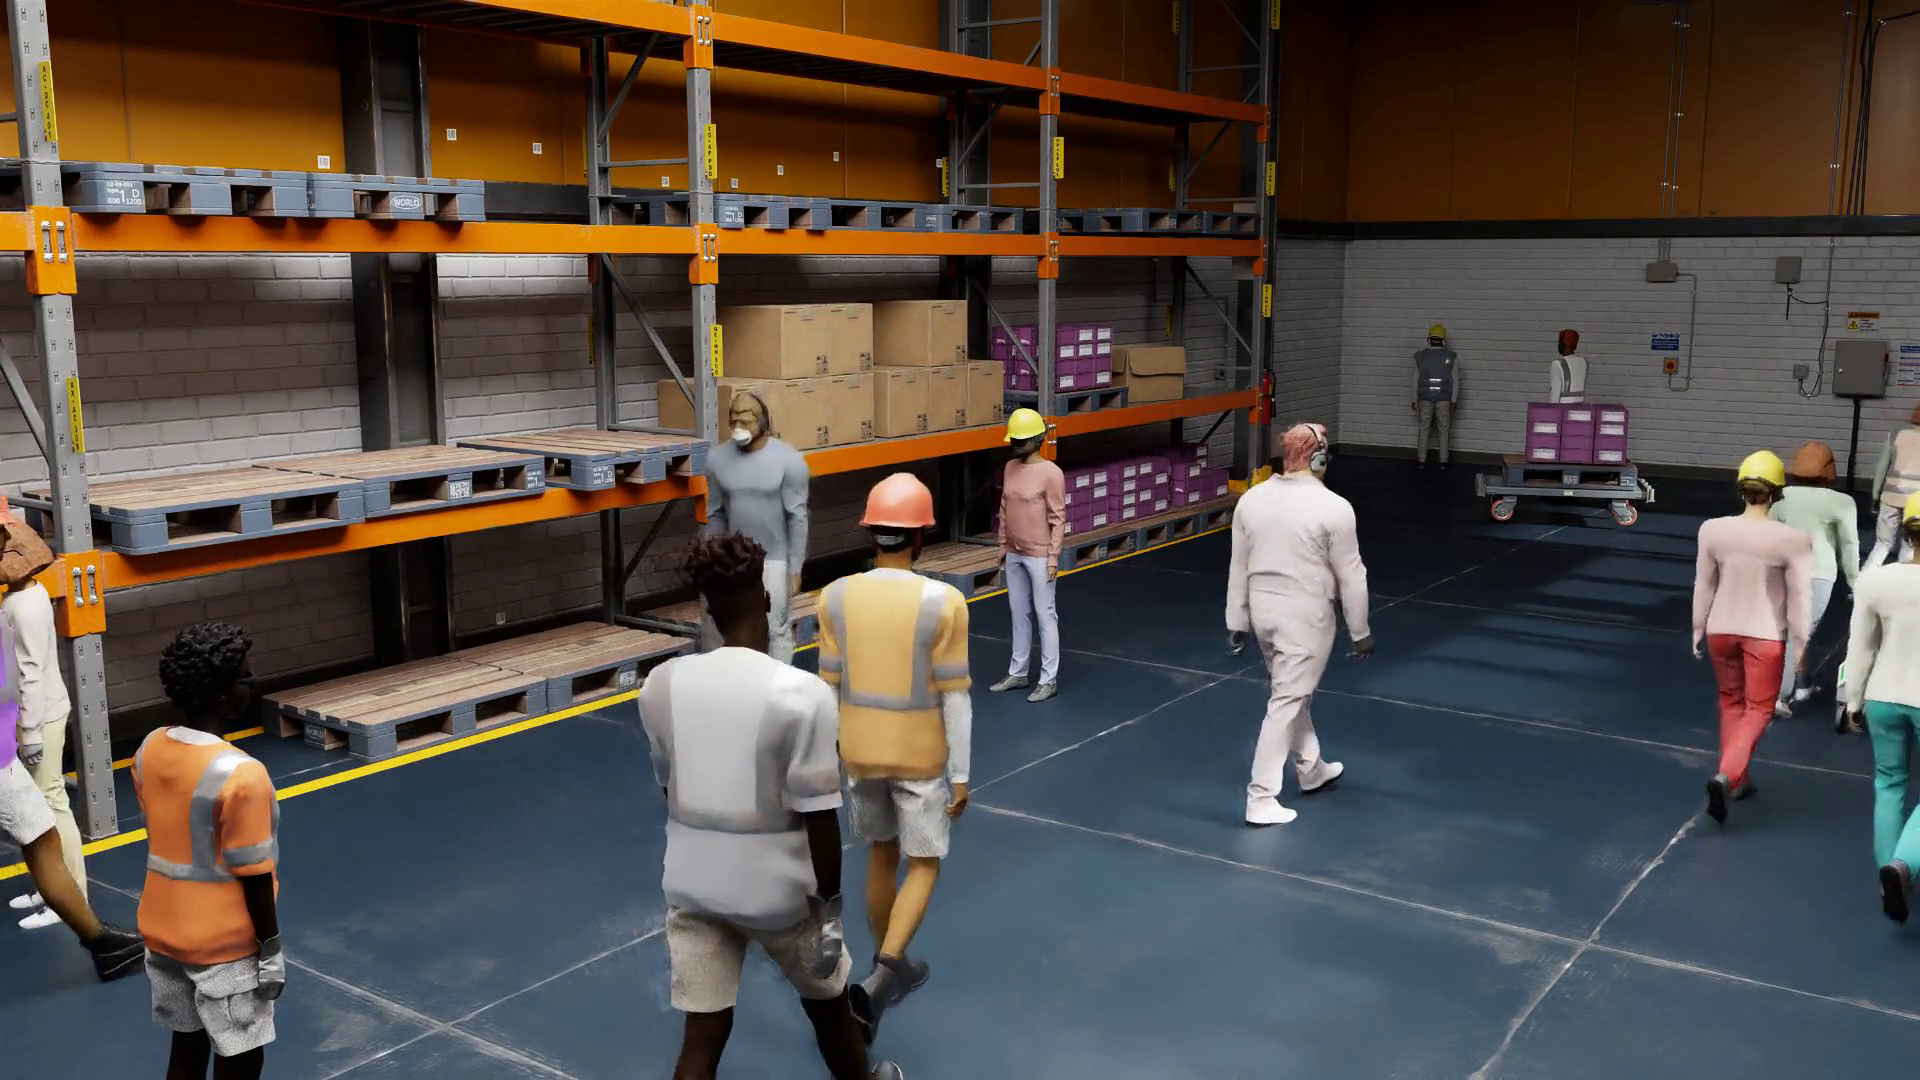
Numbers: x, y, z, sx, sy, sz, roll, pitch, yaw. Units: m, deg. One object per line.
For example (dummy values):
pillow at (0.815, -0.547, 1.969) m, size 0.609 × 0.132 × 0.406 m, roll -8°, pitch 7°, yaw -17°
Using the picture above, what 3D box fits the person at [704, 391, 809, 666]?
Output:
person at (-1.131, 0.121, 9.311) m, size 0.637 × 1.916 × 0.455 m, roll 2°, pitch 10°, yaw 14°

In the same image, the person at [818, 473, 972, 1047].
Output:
person at (-0.254, 0.742, 5.599) m, size 0.553 × 1.918 × 0.786 m, roll 3°, pitch 10°, yaw 19°

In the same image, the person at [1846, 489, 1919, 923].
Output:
person at (3.788, 0.651, 6.610) m, size 0.643 × 1.750 × 0.535 m, roll -9°, pitch 13°, yaw -44°

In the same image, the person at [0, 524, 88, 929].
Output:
person at (-3.687, 0.718, 6.604) m, size 0.281 × 1.625 × 0.493 m, roll -6°, pitch 11°, yaw -30°

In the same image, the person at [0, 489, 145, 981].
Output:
person at (-3.360, 0.708, 5.867) m, size 0.562 × 1.893 × 0.899 m, roll 8°, pitch 12°, yaw 40°

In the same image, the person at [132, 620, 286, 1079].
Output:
person at (-1.978, 1.050, 4.430) m, size 0.530 × 1.689 × 0.322 m, roll 7°, pitch 12°, yaw 34°

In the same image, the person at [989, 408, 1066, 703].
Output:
person at (0.406, 0.089, 9.955) m, size 0.326 × 1.760 × 0.524 m, roll -8°, pitch 12°, yaw -39°

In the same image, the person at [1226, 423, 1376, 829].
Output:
person at (1.659, 0.386, 7.852) m, size 0.949 × 1.865 × 0.642 m, roll -7°, pitch 12°, yaw -36°

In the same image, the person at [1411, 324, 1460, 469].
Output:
person at (5.999, -1.805, 21.005) m, size 0.586 × 1.833 × 0.404 m, roll 3°, pitch 10°, yaw 18°

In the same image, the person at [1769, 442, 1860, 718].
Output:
person at (4.911, 0.222, 9.672) m, size 0.879 × 1.591 × 0.505 m, roll -8°, pitch 12°, yaw -39°

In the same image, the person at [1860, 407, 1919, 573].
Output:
person at (7.011, -0.245, 12.349) m, size 0.561 × 1.613 × 0.558 m, roll -7°, pitch 12°, yaw -35°

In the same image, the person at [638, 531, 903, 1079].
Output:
person at (-0.558, 0.923, 4.585) m, size 0.623 × 1.893 × 0.954 m, roll 4°, pitch 10°, yaw 21°

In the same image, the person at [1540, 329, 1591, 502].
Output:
person at (6.612, -1.351, 18.157) m, size 0.573 × 1.883 × 0.359 m, roll -6°, pitch 11°, yaw -30°

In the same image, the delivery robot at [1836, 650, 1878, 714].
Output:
delivery robot at (5.202, 0.746, 9.332) m, size 0.477 × 0.478 × 0.707 m, roll 9°, pitch 13°, yaw 43°

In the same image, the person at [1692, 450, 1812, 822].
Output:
person at (3.699, 0.449, 7.854) m, size 0.746 × 1.744 × 0.530 m, roll -9°, pitch 13°, yaw -43°
